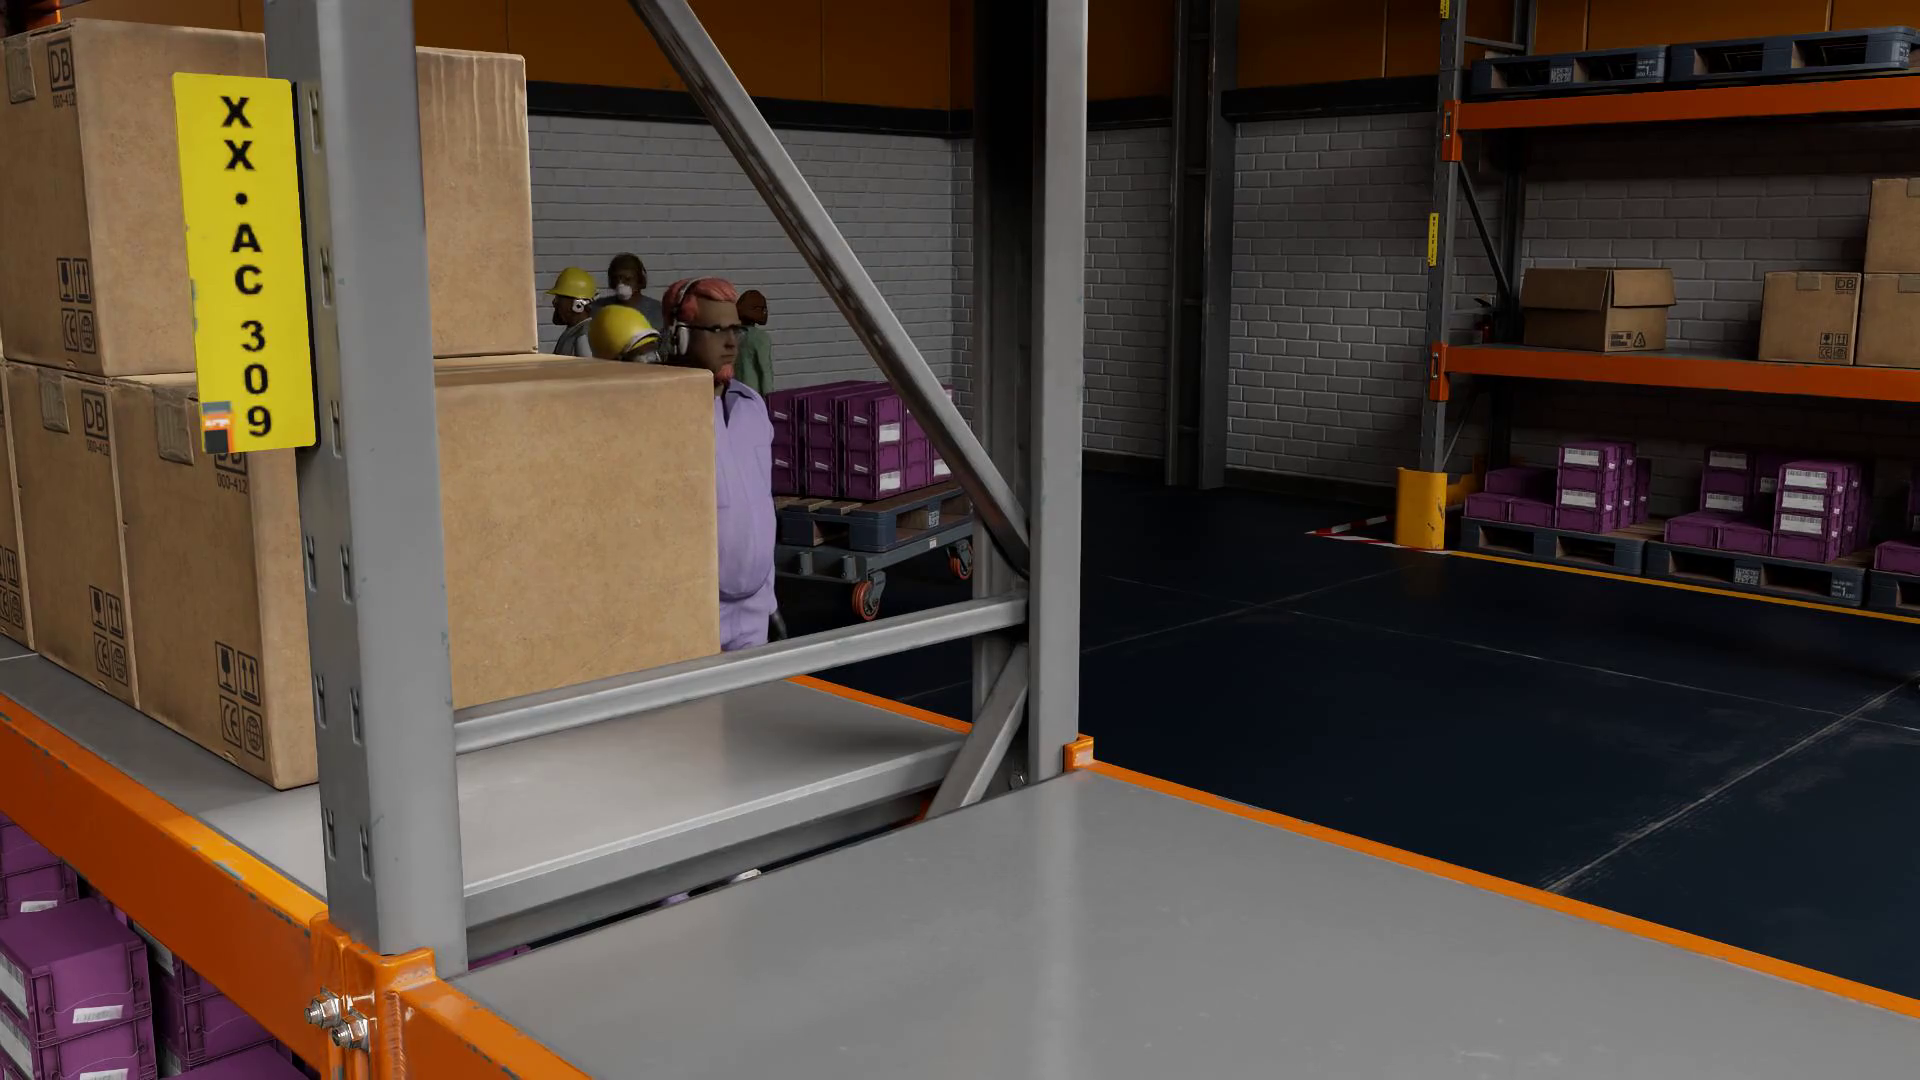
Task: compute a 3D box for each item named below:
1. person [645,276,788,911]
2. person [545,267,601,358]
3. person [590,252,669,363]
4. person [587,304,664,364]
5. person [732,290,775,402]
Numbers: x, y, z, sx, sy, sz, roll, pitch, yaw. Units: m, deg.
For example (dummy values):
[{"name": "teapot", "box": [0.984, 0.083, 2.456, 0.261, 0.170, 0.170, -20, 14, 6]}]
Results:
[{"name": "person", "box": [-0.728, 0.202, 4.813, 0.411, 1.907, 0.643, 6, 12, 31]}, {"name": "person", "box": [-2.260, -0.683, 9.828, 0.404, 1.837, 0.590, -4, 11, -21]}, {"name": "person", "box": [-2.047, -0.832, 10.411, 0.635, 1.919, 0.532, -1, 10, -7]}, {"name": "person", "box": [-1.065, 0.088, 5.745, 0.615, 1.788, 0.503, -3, 11, -13]}, {"name": "person", "box": [-1.531, -1.006, 12.163, 0.499, 1.629, 0.272, 10, 14, 43]}]
